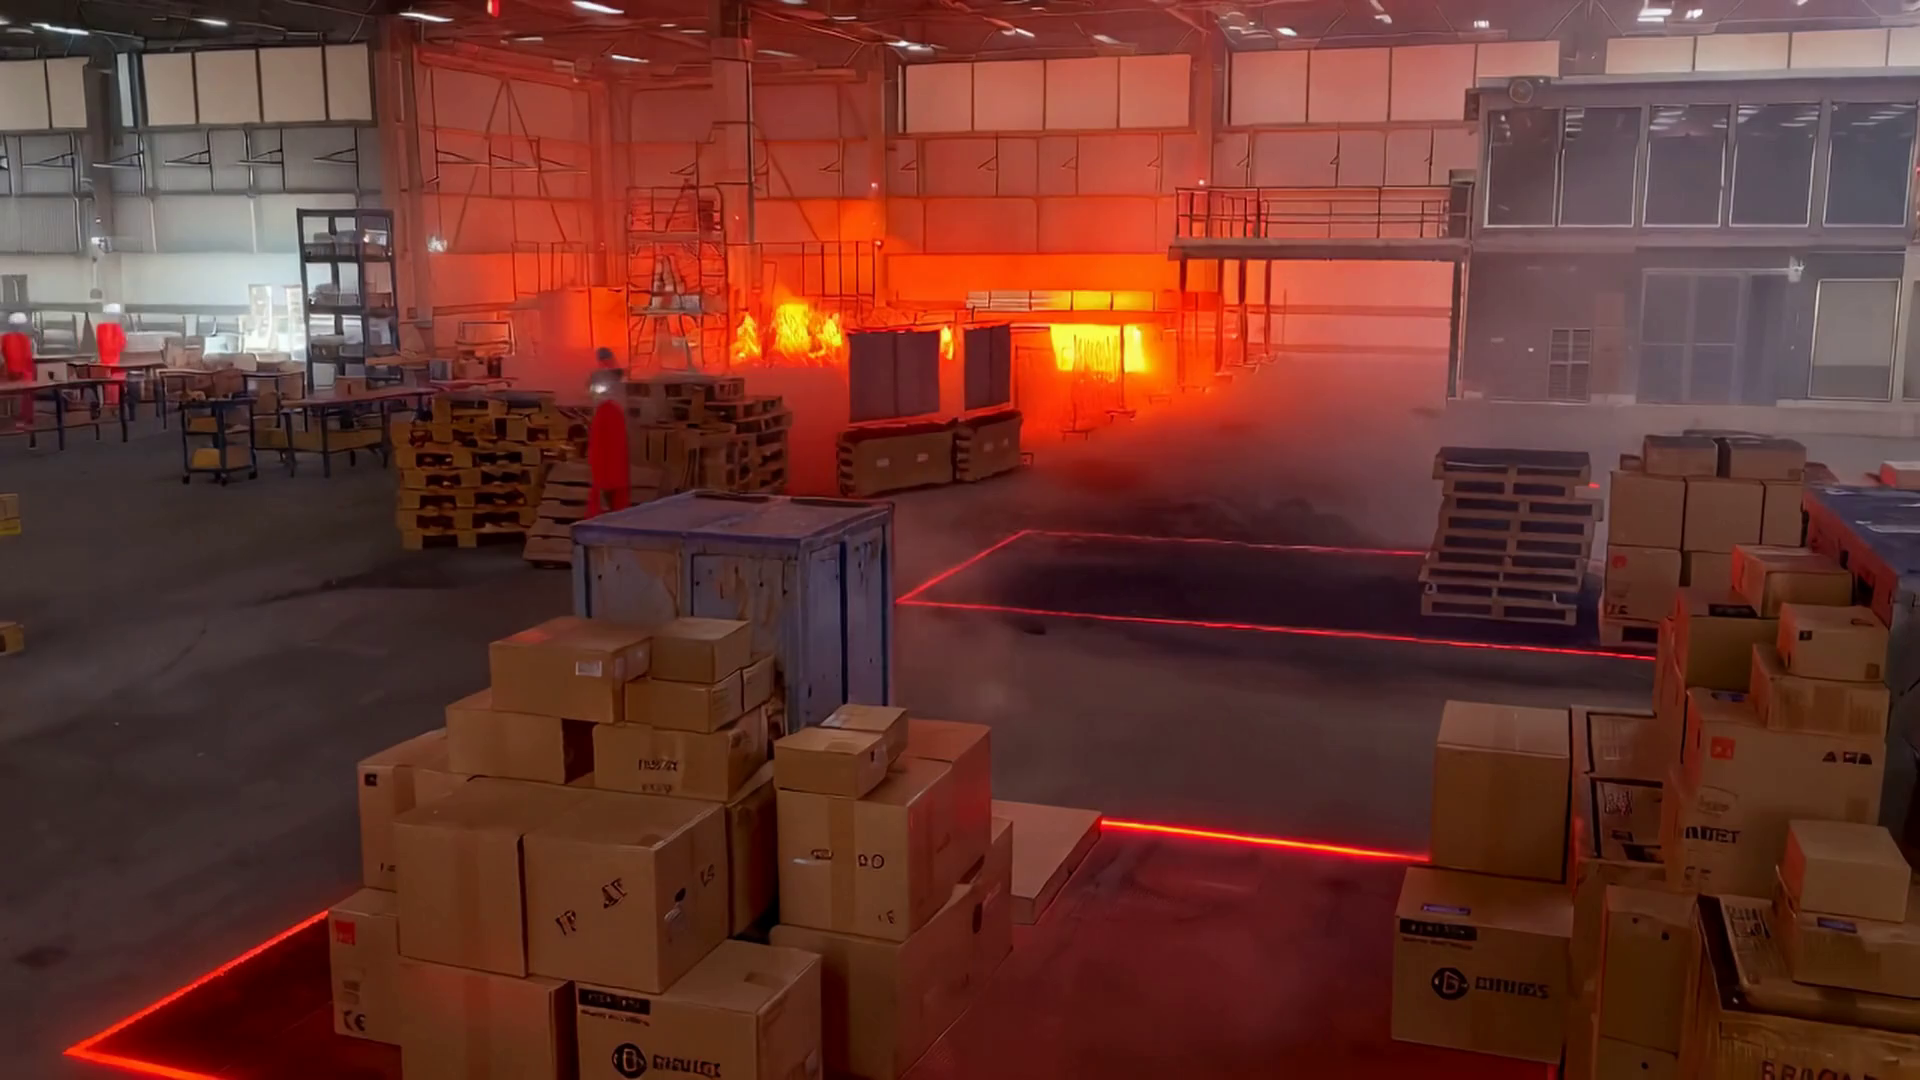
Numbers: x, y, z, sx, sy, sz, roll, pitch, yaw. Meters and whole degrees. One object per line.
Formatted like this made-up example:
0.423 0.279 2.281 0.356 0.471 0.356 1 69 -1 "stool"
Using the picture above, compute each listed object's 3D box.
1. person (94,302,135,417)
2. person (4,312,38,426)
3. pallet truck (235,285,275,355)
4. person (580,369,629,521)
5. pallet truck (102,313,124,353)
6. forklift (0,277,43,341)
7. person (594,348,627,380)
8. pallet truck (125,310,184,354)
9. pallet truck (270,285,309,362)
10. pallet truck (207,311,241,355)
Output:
-14.958 -3.212 29.597 0.630 2.011 0.839 4 11 22 "person"
-15.693 -2.852 27.828 0.552 1.922 0.451 5 11 26 "person"
-18.327 -5.835 44.421 0.823 1.965 1.885 4 11 23 "pallet truck"
-3.095 -0.512 14.543 0.435 1.957 0.609 1 10 4 "person"
-23.057 -5.777 46.261 0.680 1.201 1.601 3 11 19 "pallet truck"
-27.151 -6.329 46.328 1.157 1.987 2.680 3 11 17 "forklift"
-4.490 -1.610 21.400 0.376 1.725 0.541 9 14 42 "person"
-22.038 -5.665 45.457 0.704 1.261 1.522 3 11 17 "pallet truck"
-17.147 -5.700 43.663 0.823 1.965 1.885 3 11 17 "pallet truck"
-19.537 -5.575 44.913 0.653 1.274 1.630 3 11 19 "pallet truck"
